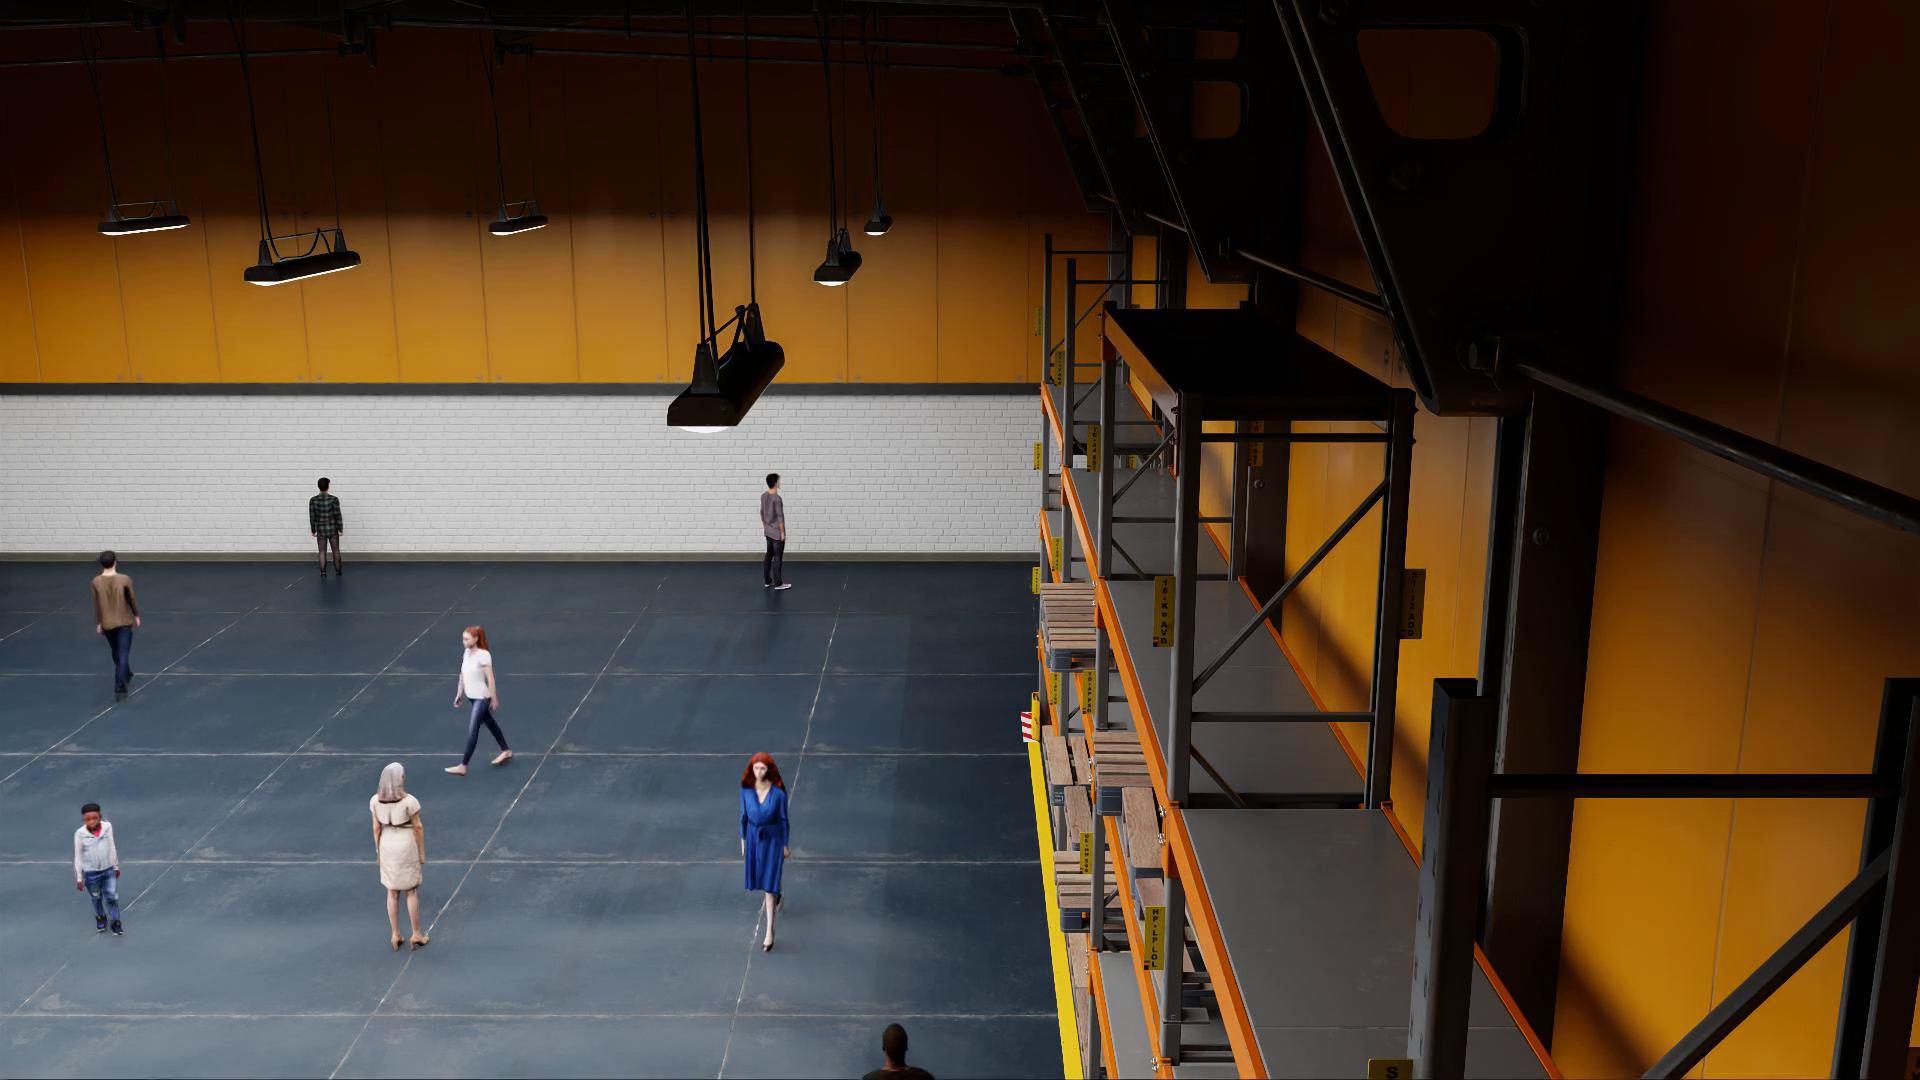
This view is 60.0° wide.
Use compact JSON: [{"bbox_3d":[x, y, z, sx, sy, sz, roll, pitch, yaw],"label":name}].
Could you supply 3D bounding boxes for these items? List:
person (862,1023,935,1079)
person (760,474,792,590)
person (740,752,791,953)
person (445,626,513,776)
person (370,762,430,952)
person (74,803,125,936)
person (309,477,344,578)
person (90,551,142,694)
[{"bbox_3d":[-0.391,3.861,10.243,0.668,1.787,0.995,-1,14,-4],"label":"person"},{"bbox_3d":[-2.983,-0.150,26.670,0.796,1.851,0.718,-12,18,-40],"label":"person"},{"bbox_3d":[-1.709,2.728,14.865,0.726,1.814,0.978,3,14,10],"label":"person"},{"bbox_3d":[-5.389,1.804,18.939,1.048,1.691,1.142,12,18,41],"label":"person"},{"bbox_3d":[-4.957,2.800,14.732,0.599,1.736,0.540,1,14,3],"label":"person"},{"bbox_3d":[-7.837,2.962,15.125,0.732,1.237,0.857,-8,16,-30],"label":"person"},{"bbox_3d":[-10.442,-0.196,27.401,0.725,1.715,0.605,-3,14,-13],"label":"person"},{"bbox_3d":[-10.911,1.106,21.496,0.789,1.846,1.226,-2,14,-10],"label":"person"}]
